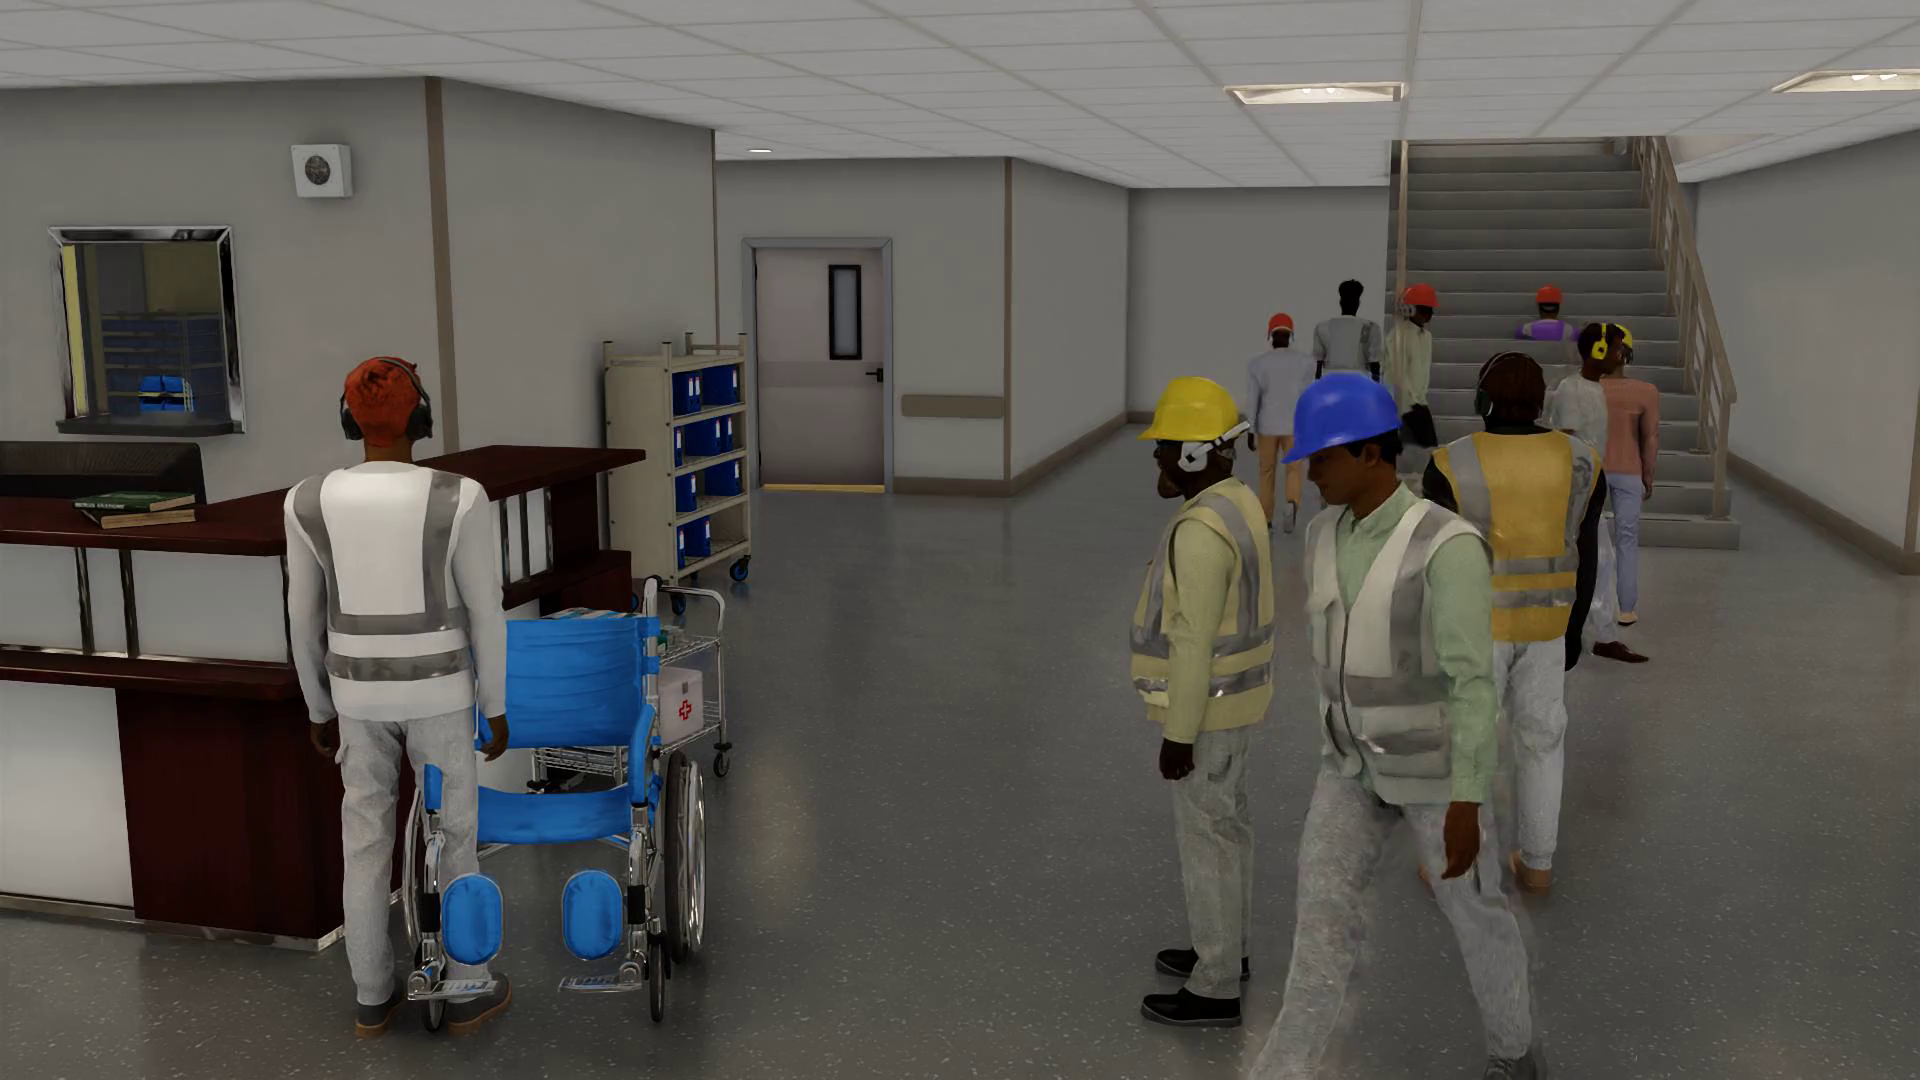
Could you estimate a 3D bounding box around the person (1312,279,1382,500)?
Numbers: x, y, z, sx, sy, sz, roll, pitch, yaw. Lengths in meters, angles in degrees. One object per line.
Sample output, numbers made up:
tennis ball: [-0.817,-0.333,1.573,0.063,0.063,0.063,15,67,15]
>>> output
person: [3.414,-1.316,14.757,0.651,1.946,0.429,4,10,21]

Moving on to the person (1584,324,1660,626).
person: [3.794,-0.375,9.738,0.522,1.767,0.316,3,10,17]

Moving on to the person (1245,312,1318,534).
person: [2.492,-0.898,12.916,0.565,1.726,0.654,1,10,7]

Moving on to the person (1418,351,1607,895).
person: [1.802,0.294,5.572,0.621,1.845,0.429,-1,10,-6]

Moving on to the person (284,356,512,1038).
person: [-1.522,0.442,4.570,0.574,1.884,0.356,0,10,-1]

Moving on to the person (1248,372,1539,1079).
person: [1.070,0.545,4.012,0.986,1.879,0.720,-6,11,-31]

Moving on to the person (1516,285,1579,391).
person: [5.315,-1.361,15.137,0.561,1.891,0.965,3,10,19]

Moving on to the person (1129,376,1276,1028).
person: [0.683,0.451,4.724,0.404,1.823,0.584,3,10,16]
